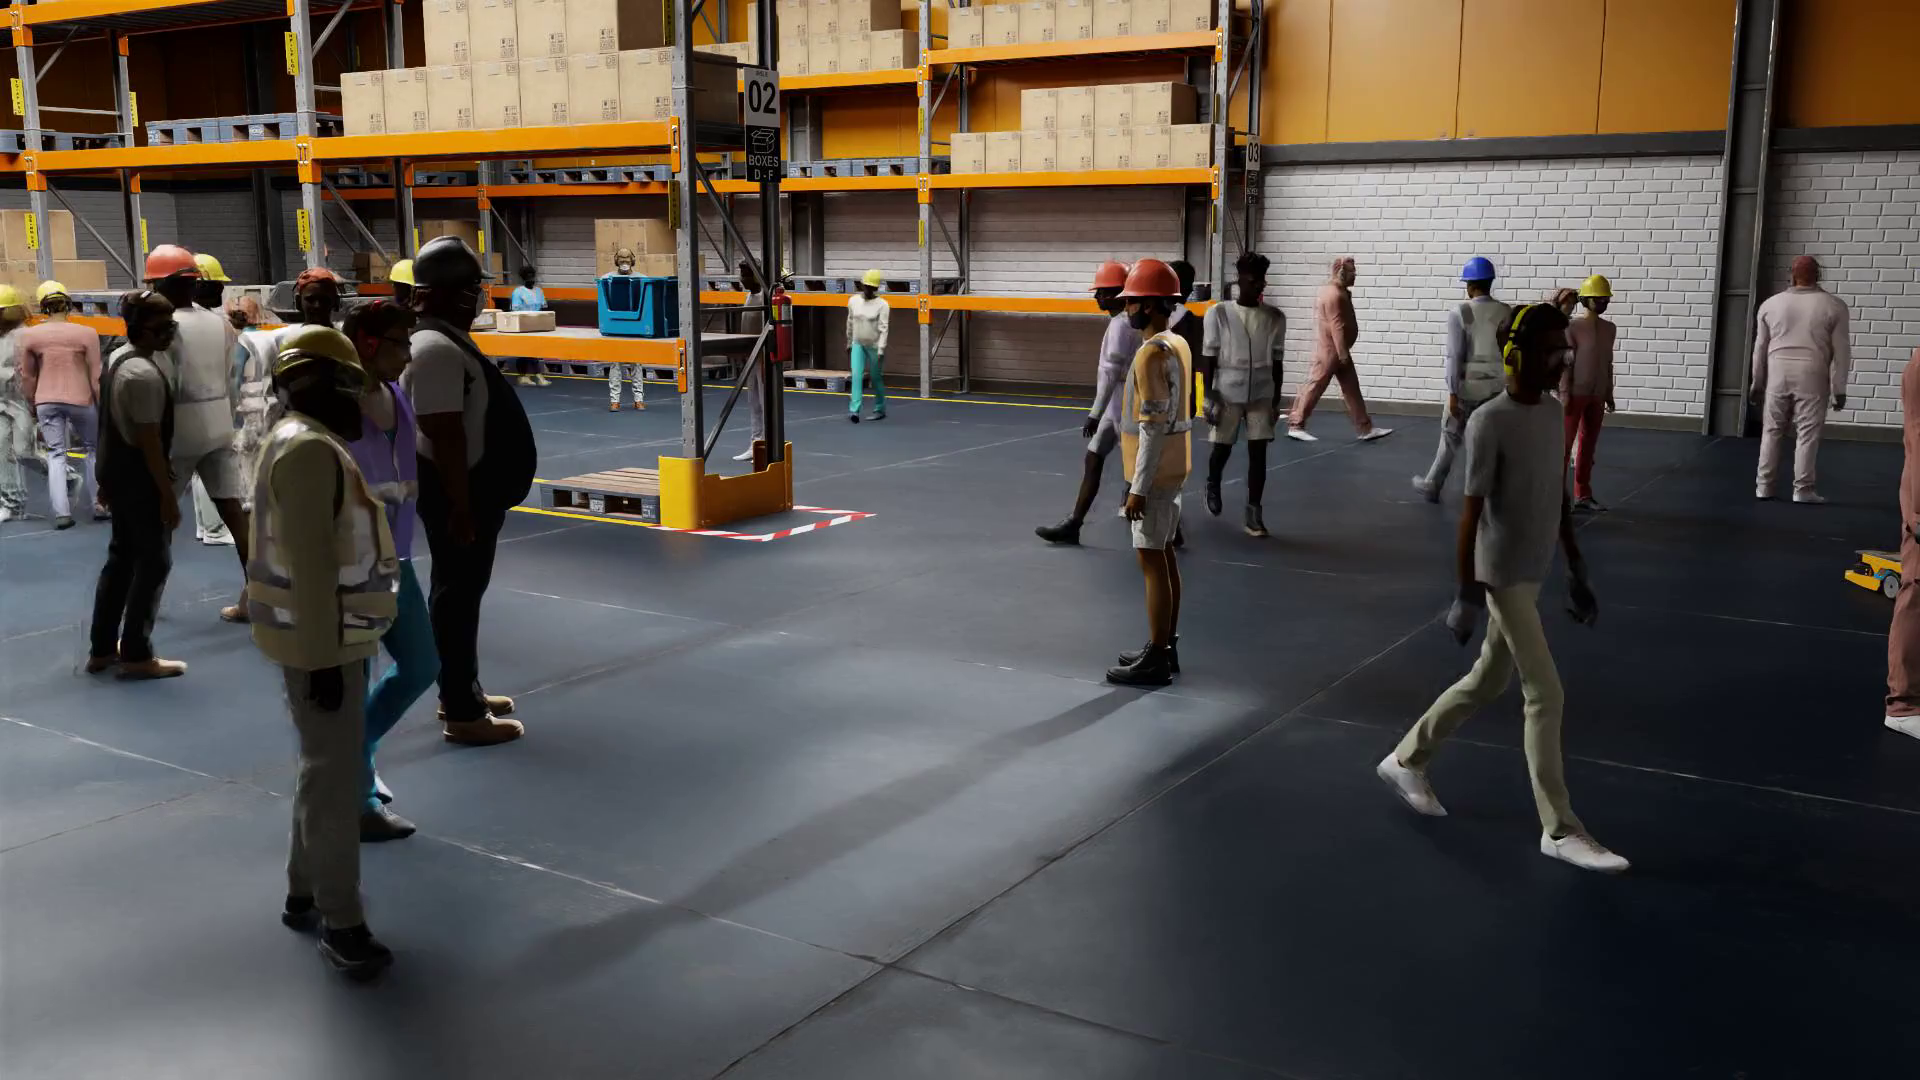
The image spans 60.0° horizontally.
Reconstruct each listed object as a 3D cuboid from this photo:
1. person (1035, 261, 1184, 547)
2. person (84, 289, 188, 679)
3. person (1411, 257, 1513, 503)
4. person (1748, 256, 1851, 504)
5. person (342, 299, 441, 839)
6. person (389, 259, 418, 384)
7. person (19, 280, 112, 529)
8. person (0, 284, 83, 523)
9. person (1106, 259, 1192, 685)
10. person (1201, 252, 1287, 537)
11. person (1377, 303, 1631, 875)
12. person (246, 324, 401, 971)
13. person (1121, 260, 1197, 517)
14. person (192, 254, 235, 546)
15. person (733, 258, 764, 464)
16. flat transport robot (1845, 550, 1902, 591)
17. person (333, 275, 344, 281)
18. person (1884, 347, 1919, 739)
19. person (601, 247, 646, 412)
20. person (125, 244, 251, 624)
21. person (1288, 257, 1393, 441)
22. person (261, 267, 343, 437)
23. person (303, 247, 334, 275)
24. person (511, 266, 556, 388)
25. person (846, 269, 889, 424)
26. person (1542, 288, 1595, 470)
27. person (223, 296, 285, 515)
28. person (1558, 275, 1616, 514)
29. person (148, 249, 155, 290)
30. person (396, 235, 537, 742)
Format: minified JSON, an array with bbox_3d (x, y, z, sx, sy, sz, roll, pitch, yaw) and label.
[{"bbox_3d":[1.025,-0.865,10.870,0.989,1.891,0.563,1,10,4],"label":"person"},{"bbox_3d":[-3.829,-0.247,7.660,0.460,1.801,0.672,-9,14,-41],"label":"person"},{"bbox_3d":[3.839,-1.158,12.449,0.605,1.890,0.994,-2,10,-12],"label":"person"},{"bbox_3d":[6.447,-1.217,12.787,0.696,1.898,0.403,9,13,39],"label":"person"},{"bbox_3d":[-2.033,0.106,5.632,0.433,1.823,0.609,4,11,22],"label":"person"},{"bbox_3d":[-3.935,-1.058,11.944,0.976,1.867,0.627,7,12,33],"label":"person"},{"bbox_3d":[-6.322,-0.960,11.774,0.567,1.732,0.580,-2,10,-12],"label":"person"},{"bbox_3d":[-6.731,-0.983,11.980,0.510,1.718,0.593,5,11,25],"label":"person"},{"bbox_3d":[0.866,-0.303,7.598,0.361,1.938,0.546,3,11,18],"label":"person"},{"bbox_3d":[1.949,-1.024,11.558,0.618,1.946,0.776,-1,10,-5],"label":"person"},{"bbox_3d":[1.825,0.119,5.572,0.938,1.834,0.533,9,14,42],"label":"person"},{"bbox_3d":[-1.789,0.297,4.721,0.405,1.784,0.662,-3,11,-19],"label":"person"},{"bbox_3d":[1.418,-1.092,12.132,0.553,1.874,0.610,-5,11,-26],"label":"person"},{"bbox_3d":[-4.991,-0.925,11.072,0.367,1.927,0.584,-6,12,-30],"label":"person"},{"bbox_3d":[-1.844,-1.617,15.085,0.327,1.865,0.520,-8,13,-36],"label":"person"},{"bbox_3d":[5.592,0.263,9.077,0.652,0.197,1.431,-1,10,-7],"label":"flat transport robot"},{"bbox_3d":[-6.959,-2.152,18.674,0.521,1.636,0.311,-8,13,-39],"label":"person"},{"bbox_3d":[4.043,-0.139,6.773,0.409,1.907,0.651,9,14,42],"label":"person"},{"bbox_3d":[-3.946,-2.480,19.671,0.629,1.936,0.373,-3,11,-15],"label":"person"},{"bbox_3d":[-4.114,-0.546,8.794,1.048,1.987,0.646,5,11,24],"label":"person"},{"bbox_3d":[3.805,-1.895,16.668,1.040,1.847,0.667,4,11,20],"label":"person"},{"bbox_3d":[-3.294,-0.463,8.630,0.583,1.882,0.337,-8,13,-37],"label":"person"},{"bbox_3d":[-8.127,-2.846,21.552,0.996,2.006,0.612,-6,12,-29],"label":"person"},{"bbox_3d":[-5.809,-2.909,22.759,0.774,1.655,0.560,5,11,25],"label":"person"},{"bbox_3d":[-1.041,-2.130,18.368,0.580,1.693,0.901,4,11,19],"label":"person"},{"bbox_3d":[5.281,-1.404,14.648,0.519,1.595,0.852,-2,10,-10],"label":"person"},{"bbox_3d":[-5.151,-0.940,11.988,0.625,1.615,0.536,0,10,2],"label":"person"},{"bbox_3d":[4.660,-1.078,12.364,0.523,1.769,0.319,-5,11,-24],"label":"person"},{"bbox_3d":[-9.665,-2.557,20.135,0.585,1.912,0.763,3,11,16],"label":"person"},{"bbox_3d":[-2.002,-0.211,6.798,0.538,2.000,0.687,-3,11,-18],"label":"person"}]
